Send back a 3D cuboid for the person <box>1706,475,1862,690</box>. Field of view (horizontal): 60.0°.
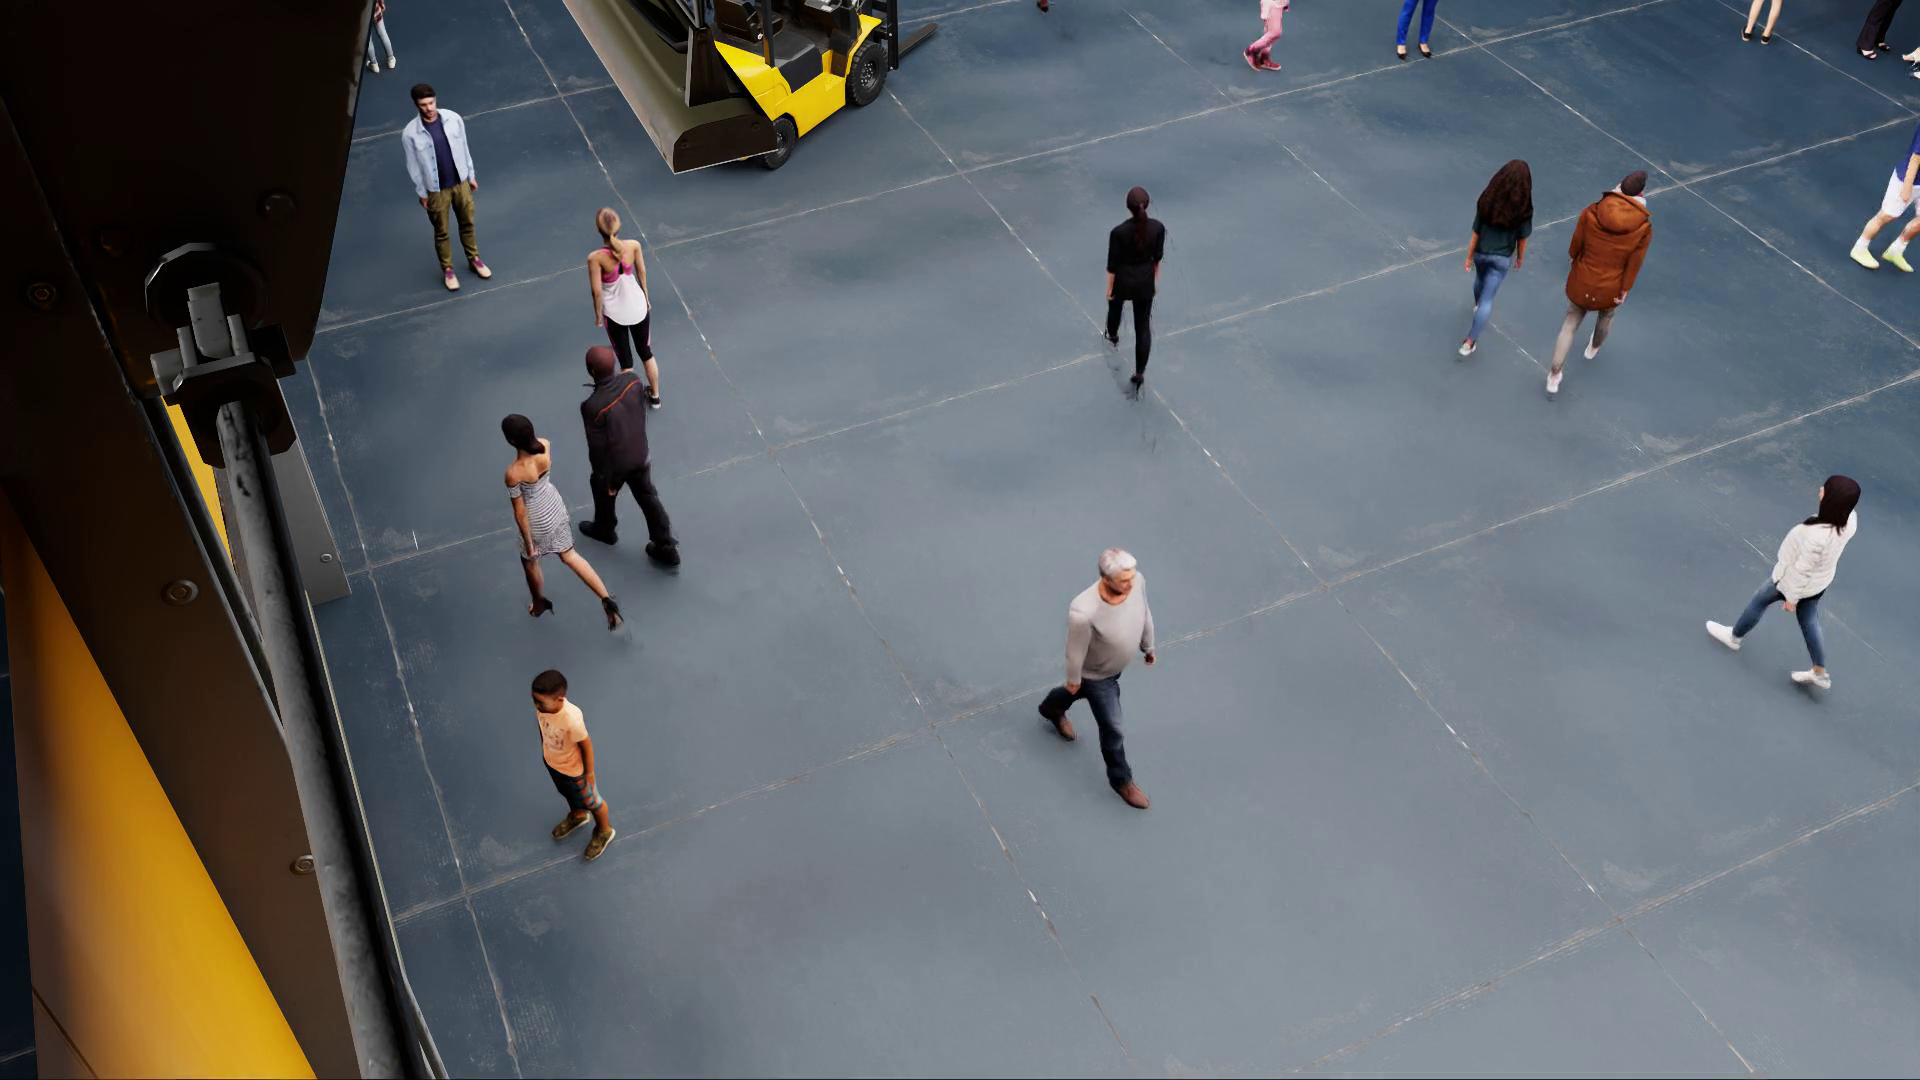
[{"bbox_3d":[5.382,0.277,10.465,0.702,1.605,1.094,-24,48,-23],"label":"person"}]

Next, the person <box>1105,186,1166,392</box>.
[{"bbox_3d":[1.341,-1.888,12.733,0.813,1.613,1.149,-6,44,-7],"label":"person"}]

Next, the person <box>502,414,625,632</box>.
[{"bbox_3d":[-2.593,-0.073,10.697,1.108,1.793,0.960,21,47,20],"label":"person"}]

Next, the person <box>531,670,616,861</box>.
[{"bbox_3d":[-2.239,1.259,9.547,0.551,1.450,0.659,27,50,25],"label":"person"}]

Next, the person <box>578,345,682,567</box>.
[{"bbox_3d":[-2.212,-0.536,11.185,1.215,1.790,1.016,29,51,27],"label":"person"}]

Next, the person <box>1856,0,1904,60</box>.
[{"bbox_3d":[9.443,-5.671,16.669,0.624,1.660,0.582,-28,50,-26],"label":"person"}]

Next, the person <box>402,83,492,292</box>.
[{"bbox_3d":[-4.231,-2.923,13.677,0.722,1.810,0.632,-27,50,-26],"label":"person"}]

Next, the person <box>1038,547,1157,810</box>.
[{"bbox_3d":[0.787,0.681,9.849,1.326,1.871,1.039,33,53,30],"label":"person"}]

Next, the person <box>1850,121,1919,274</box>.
[{"bbox_3d":[7.880,-3.063,13.824,0.703,1.808,0.762,-23,48,-22],"label":"person"}]

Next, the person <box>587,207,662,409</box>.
[{"bbox_3d":[-2.494,-1.686,12.395,0.640,1.787,0.575,-26,50,-25],"label":"person"}]

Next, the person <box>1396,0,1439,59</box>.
[{"bbox_3d":[4.668,-5.668,16.638,0.663,1.699,0.627,-7,44,-7],"label":"person"}]

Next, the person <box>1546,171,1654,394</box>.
[{"bbox_3d":[4.812,-1.911,12.627,1.175,1.791,1.172,19,47,19],"label":"person"}]

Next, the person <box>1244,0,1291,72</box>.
[{"bbox_3d":[3.046,-5.347,16.491,0.737,1.436,0.682,21,47,20],"label":"person"}]

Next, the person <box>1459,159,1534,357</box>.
[{"bbox_3d":[4.176,-2.182,13.073,1.118,1.570,1.108,19,47,19],"label":"person"}]
